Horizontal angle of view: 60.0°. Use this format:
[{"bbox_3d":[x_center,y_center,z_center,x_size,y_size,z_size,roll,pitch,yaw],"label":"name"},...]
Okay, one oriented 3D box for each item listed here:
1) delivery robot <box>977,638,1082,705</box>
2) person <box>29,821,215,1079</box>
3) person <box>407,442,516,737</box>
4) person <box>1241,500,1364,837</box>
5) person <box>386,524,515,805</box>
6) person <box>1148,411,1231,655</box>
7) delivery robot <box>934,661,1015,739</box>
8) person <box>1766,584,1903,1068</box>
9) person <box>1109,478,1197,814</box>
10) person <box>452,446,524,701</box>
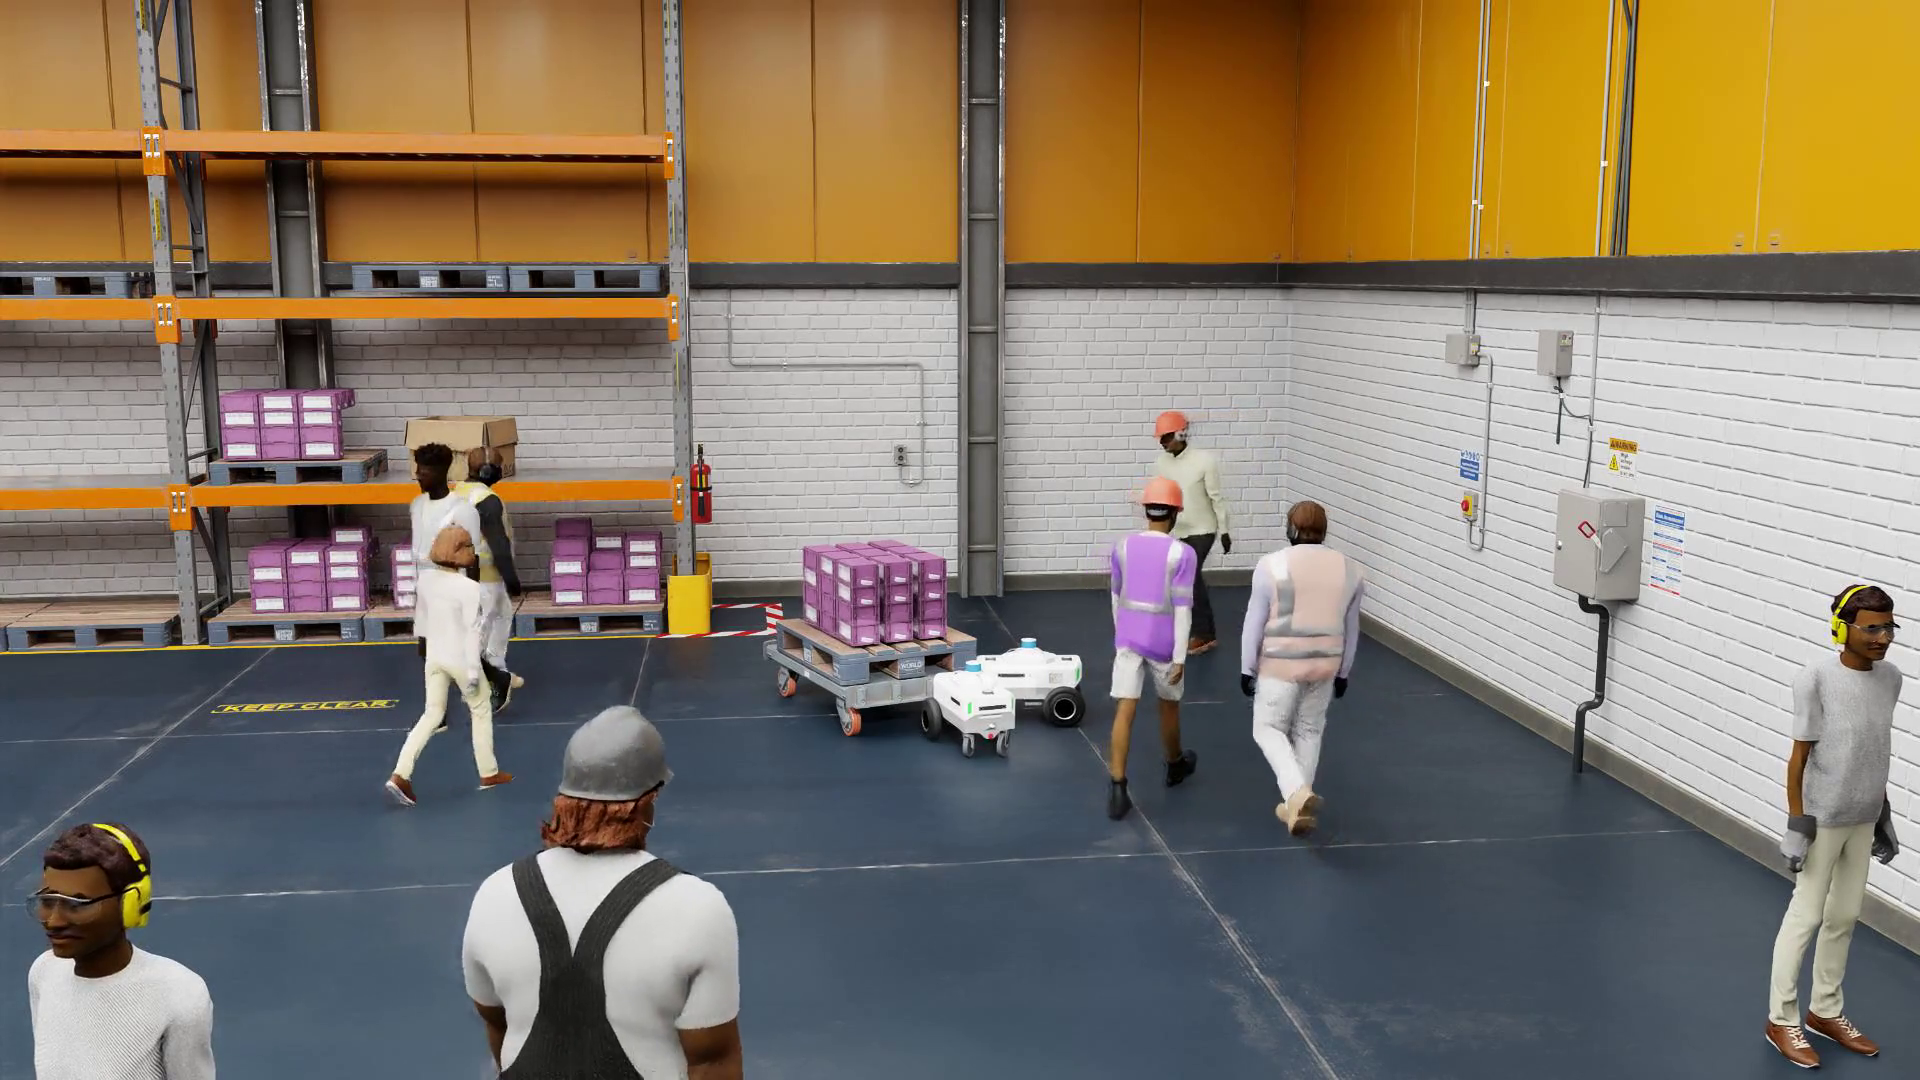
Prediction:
[{"bbox_3d":[0.464,0.909,11.282,0.707,0.478,0.477,0,9,0],"label":"delivery robot"},{"bbox_3d":[-1.851,1.520,3.654,0.510,1.877,0.329,3,10,18],"label":"person"},{"bbox_3d":[-3.352,0.311,10.974,0.611,1.946,0.679,7,11,37],"label":"person"},{"bbox_3d":[1.848,0.709,8.903,0.659,1.821,0.612,-2,9,-13],"label":"person"},{"bbox_3d":[-2.956,0.708,9.559,0.496,1.605,0.776,5,10,27],"label":"person"},{"bbox_3d":[1.829,-0.062,13.320,0.670,1.936,0.647,-7,12,-38],"label":"person"},{"bbox_3d":[0.087,1.015,10.618,0.477,0.478,0.707,-3,10,-19],"label":"delivery robot"},{"bbox_3d":[3.391,1.083,6.398,0.532,1.868,0.310,-3,10,-20],"label":"person"},{"bbox_3d":[1.091,0.587,9.529,0.569,1.872,1.030,5,10,28],"label":"person"},{"bbox_3d":[-3.305,0.236,11.839,0.660,1.819,0.623,-5,11,-30],"label":"person"}]
